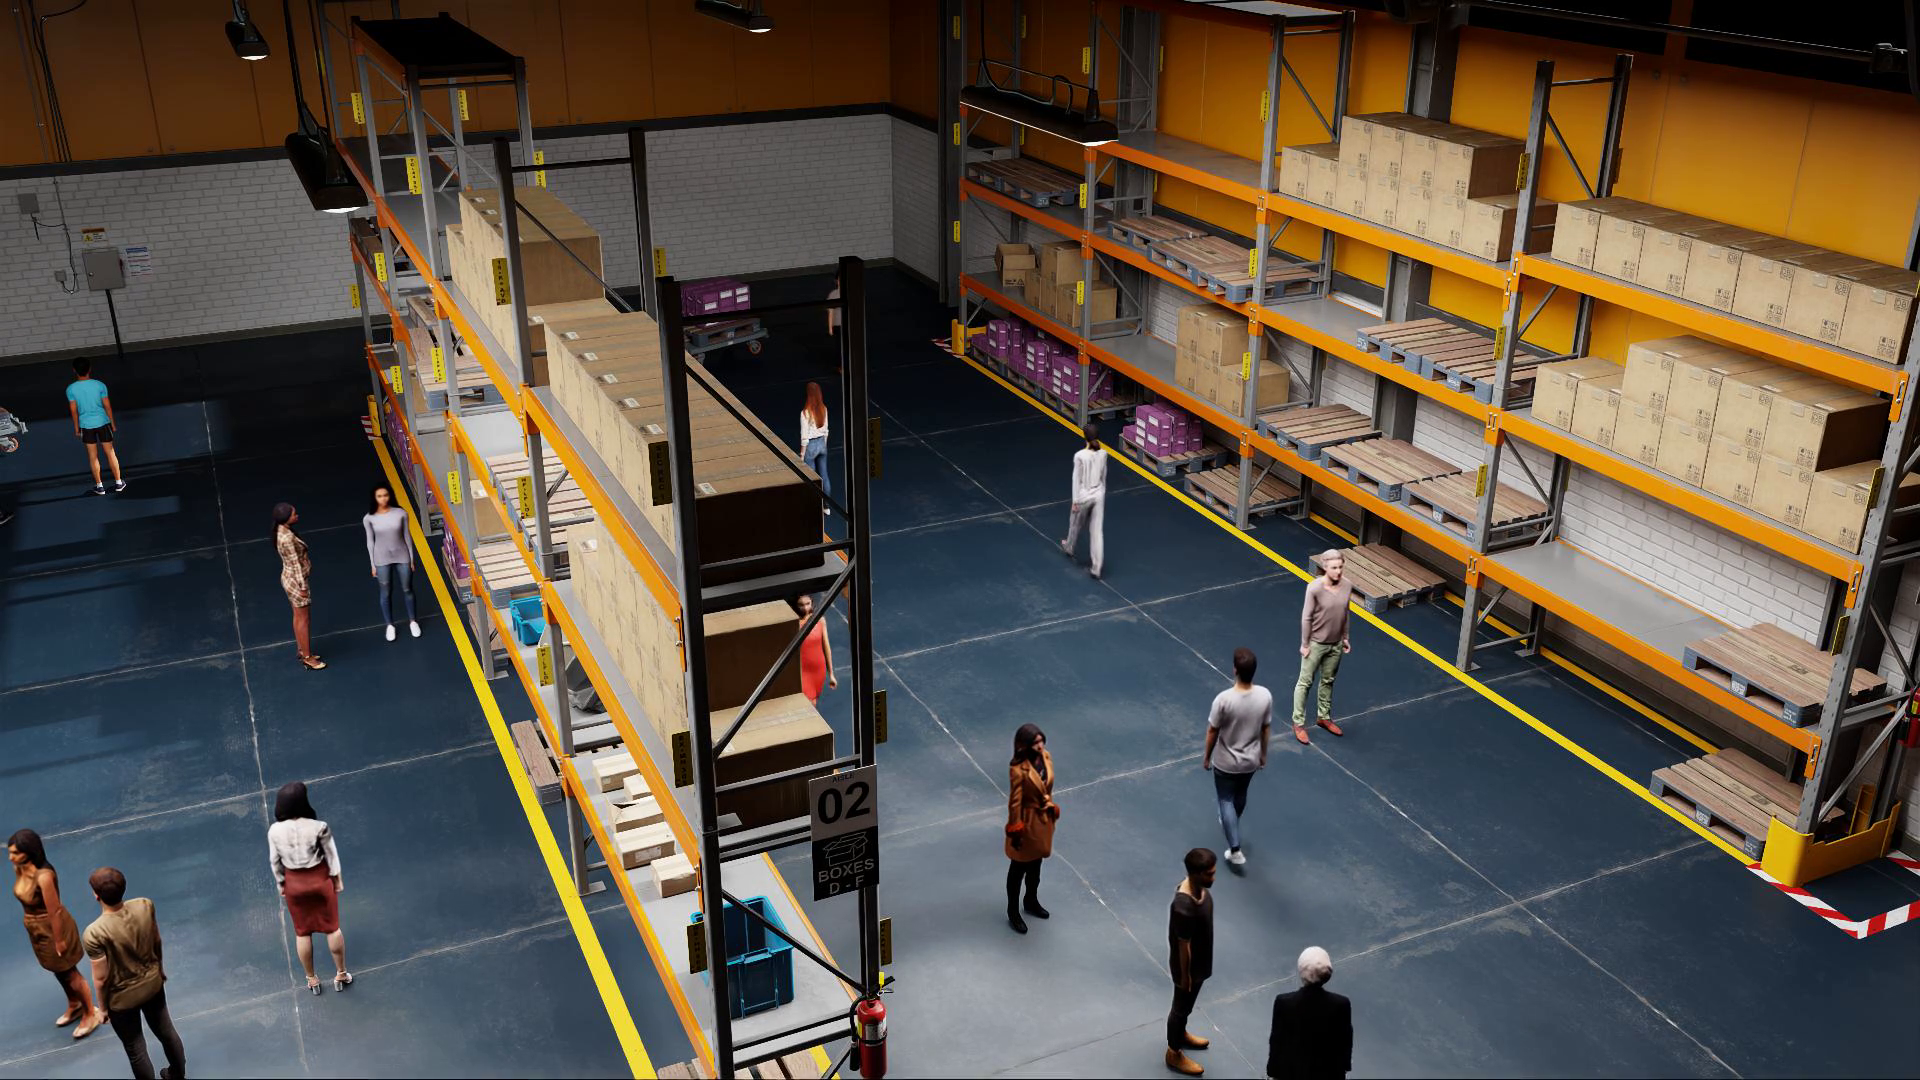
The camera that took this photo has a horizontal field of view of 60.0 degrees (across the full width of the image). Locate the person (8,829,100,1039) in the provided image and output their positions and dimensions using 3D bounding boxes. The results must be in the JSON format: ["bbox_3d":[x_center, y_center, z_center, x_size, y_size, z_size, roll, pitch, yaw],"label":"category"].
[{"bbox_3d":[-6.320,2.724,11.569,0.607,1.684,0.706,15,28,31],"label":"person"}]

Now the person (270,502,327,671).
[{"bbox_3d":[-6.629,0.456,16.617,0.662,1.795,0.512,-13,27,-28],"label":"person"}]

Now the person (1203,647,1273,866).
[{"bbox_3d":[2.267,1.778,13.502,0.821,1.868,1.074,-6,24,-12],"label":"person"}]

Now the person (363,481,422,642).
[{"bbox_3d":[-5.896,0.201,17.276,0.610,1.735,0.537,-9,25,-19],"label":"person"}]

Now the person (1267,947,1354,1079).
[{"bbox_3d":[2.093,3.187,9.788,1.136,1.760,1.183,4,24,9],"label":"person"}]

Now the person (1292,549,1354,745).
[{"bbox_3d":[3.363,0.944,15.398,0.685,1.876,0.605,-9,25,-20],"label":"person"}]

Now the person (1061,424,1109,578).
[{"bbox_3d":[1.495,-0.411,18.676,0.711,1.734,1.086,-8,25,-17],"label":"person"}]

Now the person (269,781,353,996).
[{"bbox_3d":[-4.679,2.509,11.977,0.646,1.751,0.587,-5,24,-11],"label":"person"}]

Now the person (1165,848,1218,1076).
[{"bbox_3d":[1.558,2.819,11.314,0.762,1.713,0.688,7,24,15],"label":"person"}]

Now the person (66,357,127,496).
[{"bbox_3d":[-10.921,-1.447,20.995,0.631,1.775,0.526,-13,27,-27],"label":"person"}]

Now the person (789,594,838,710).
[{"bbox_3d":[-1.403,1.185,15.089,0.654,1.683,1.125,-13,27,-28],"label":"person"}]

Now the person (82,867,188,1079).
[{"bbox_3d":[-5.403,2.935,10.875,0.782,1.852,0.747,11,26,23],"label":"person"}]

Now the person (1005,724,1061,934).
[{"bbox_3d":[0.534,2.185,12.758,0.758,1.719,0.719,-22,32,-40],"label":"person"}]

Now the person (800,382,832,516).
[{"bbox_3d":[-1.770,-1.101,20.262,0.642,1.729,0.612,-21,32,-40],"label":"person"}]
